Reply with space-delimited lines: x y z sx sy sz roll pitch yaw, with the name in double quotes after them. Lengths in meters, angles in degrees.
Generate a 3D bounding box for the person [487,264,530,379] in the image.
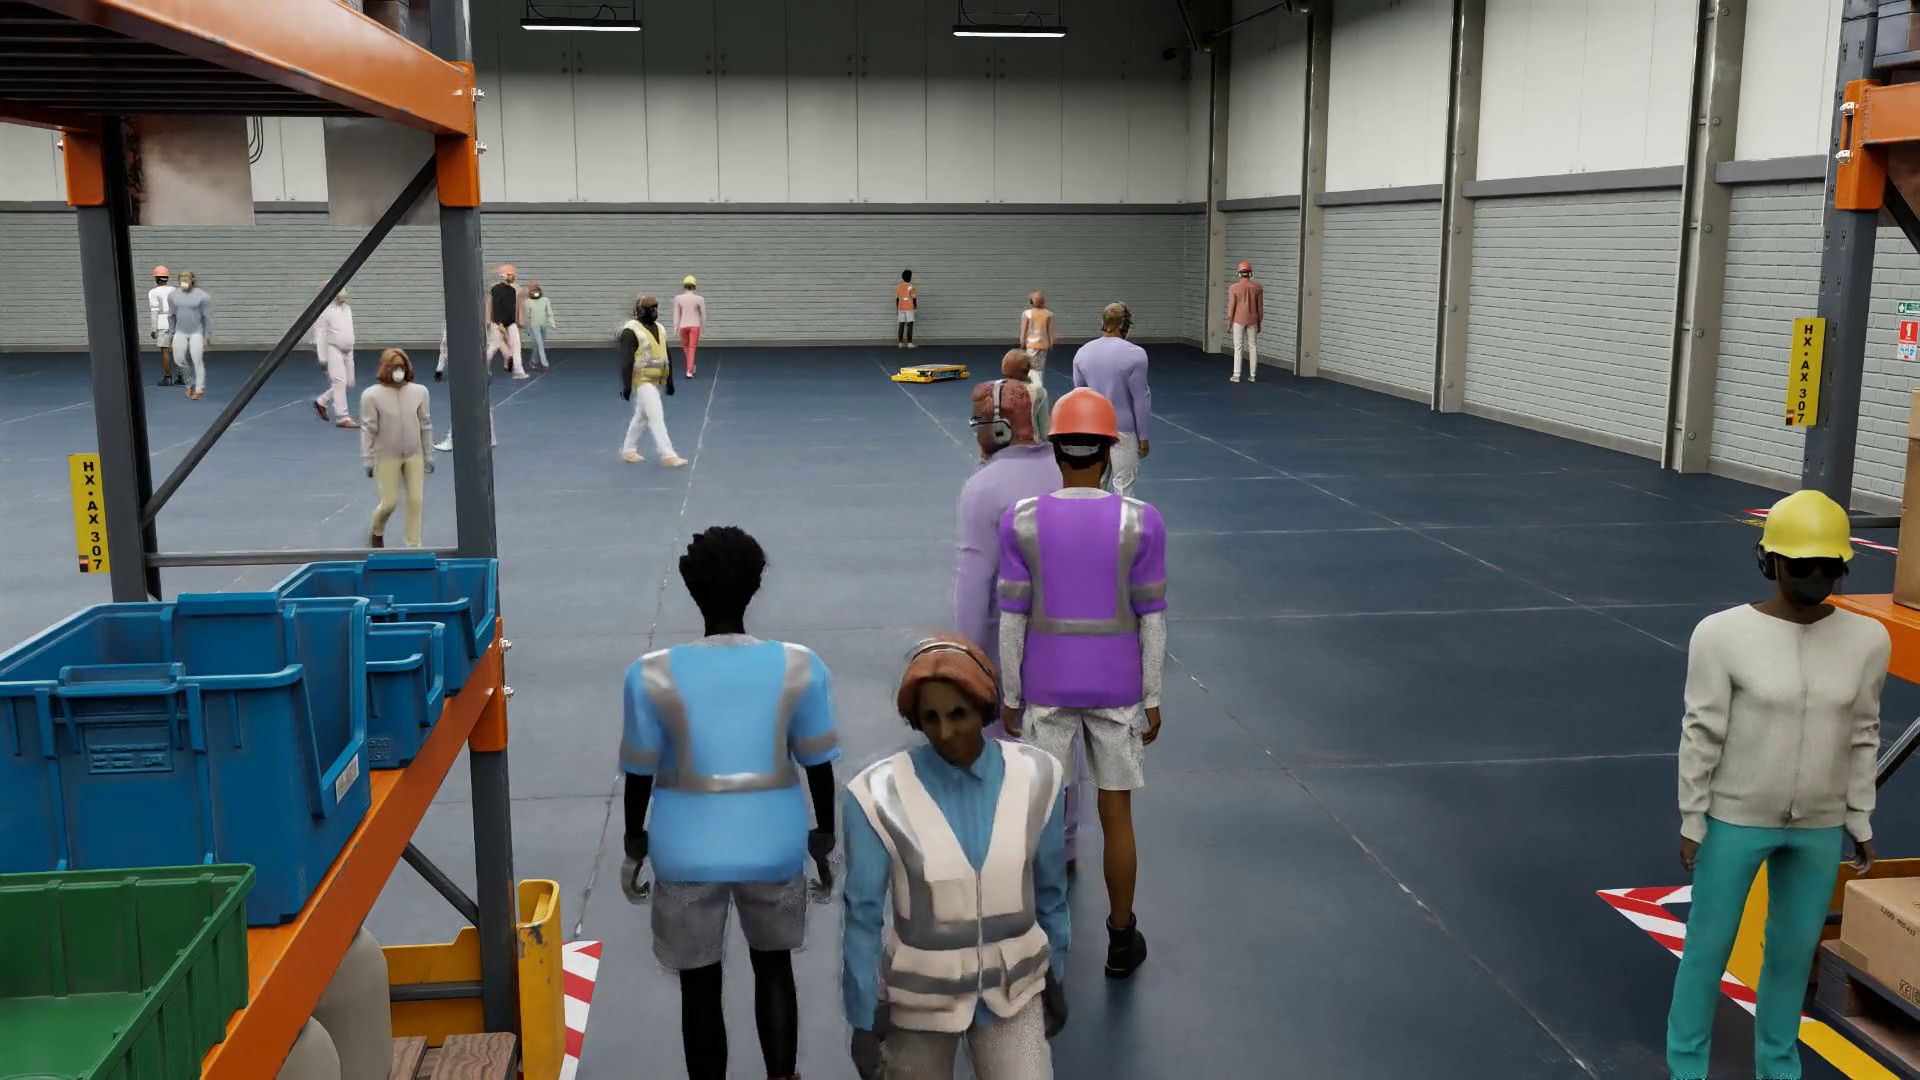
-7.802 -3.721 28.332 1.001 1.951 0.619 6 12 29 "person"

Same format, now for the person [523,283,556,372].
-7.600 -3.822 29.869 0.508 1.582 0.861 -9 14 -40 "person"

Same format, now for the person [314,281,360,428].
-7.933 -2.359 21.047 0.664 1.886 0.654 3 11 14 "person"

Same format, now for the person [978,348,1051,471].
0.414 -0.558 11.865 0.538 1.617 0.546 -4 11 -21 "person"

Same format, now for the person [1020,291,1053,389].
1.135 -2.769 23.992 0.524 1.628 0.575 -5 11 -25 "person"

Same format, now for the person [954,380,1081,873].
0.235 0.348 6.214 0.744 1.892 0.400 -10 14 -44 "person"

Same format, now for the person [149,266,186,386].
-12.843 -3.458 26.908 0.370 1.939 0.543 7 12 32 "person"

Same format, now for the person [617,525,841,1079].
-0.585 0.801 4.252 0.553 1.674 0.378 -3 11 -15 "person"

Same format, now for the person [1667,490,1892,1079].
2.151 0.740 4.369 0.527 1.767 0.331 0 10 1 "person"

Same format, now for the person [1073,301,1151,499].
1.127 -0.781 12.250 0.627 1.934 0.372 7 13 35 "person"

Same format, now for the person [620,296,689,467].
-3.281 -1.677 17.561 0.945 1.797 0.639 5 11 26 "person"

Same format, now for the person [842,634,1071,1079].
-0.025 0.960 3.614 0.521 1.602 0.814 -3 11 -17 "person"

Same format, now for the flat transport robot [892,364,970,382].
-0.479 -2.814 27.952 0.652 0.197 1.431 6 12 31 "flat transport robot"

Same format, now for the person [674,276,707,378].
-4.607 -3.652 28.548 0.546 1.715 0.920 1 10 6 "person"

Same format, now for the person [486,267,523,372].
-8.071 -3.914 29.572 0.657 1.880 0.785 -8 13 -36 "person"

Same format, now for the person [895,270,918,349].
-1.149 -4.984 35.934 0.540 1.696 0.317 8 13 36 "person"

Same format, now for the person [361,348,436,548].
-4.114 -0.601 12.134 0.511 1.621 0.504 -9 13 -39 "person"

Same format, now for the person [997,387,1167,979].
0.393 0.472 5.395 0.543 1.928 0.370 1 10 7 "person"

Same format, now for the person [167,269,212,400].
-11.373 -3.021 24.564 0.649 1.923 0.434 -1 10 -3 "person"

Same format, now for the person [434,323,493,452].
-5.639 -1.923 18.629 0.904 1.884 0.607 -10 14 -43 "person"

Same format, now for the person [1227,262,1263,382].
4.736 -3.621 27.672 0.609 1.986 0.391 -2 10 -8 "person"
